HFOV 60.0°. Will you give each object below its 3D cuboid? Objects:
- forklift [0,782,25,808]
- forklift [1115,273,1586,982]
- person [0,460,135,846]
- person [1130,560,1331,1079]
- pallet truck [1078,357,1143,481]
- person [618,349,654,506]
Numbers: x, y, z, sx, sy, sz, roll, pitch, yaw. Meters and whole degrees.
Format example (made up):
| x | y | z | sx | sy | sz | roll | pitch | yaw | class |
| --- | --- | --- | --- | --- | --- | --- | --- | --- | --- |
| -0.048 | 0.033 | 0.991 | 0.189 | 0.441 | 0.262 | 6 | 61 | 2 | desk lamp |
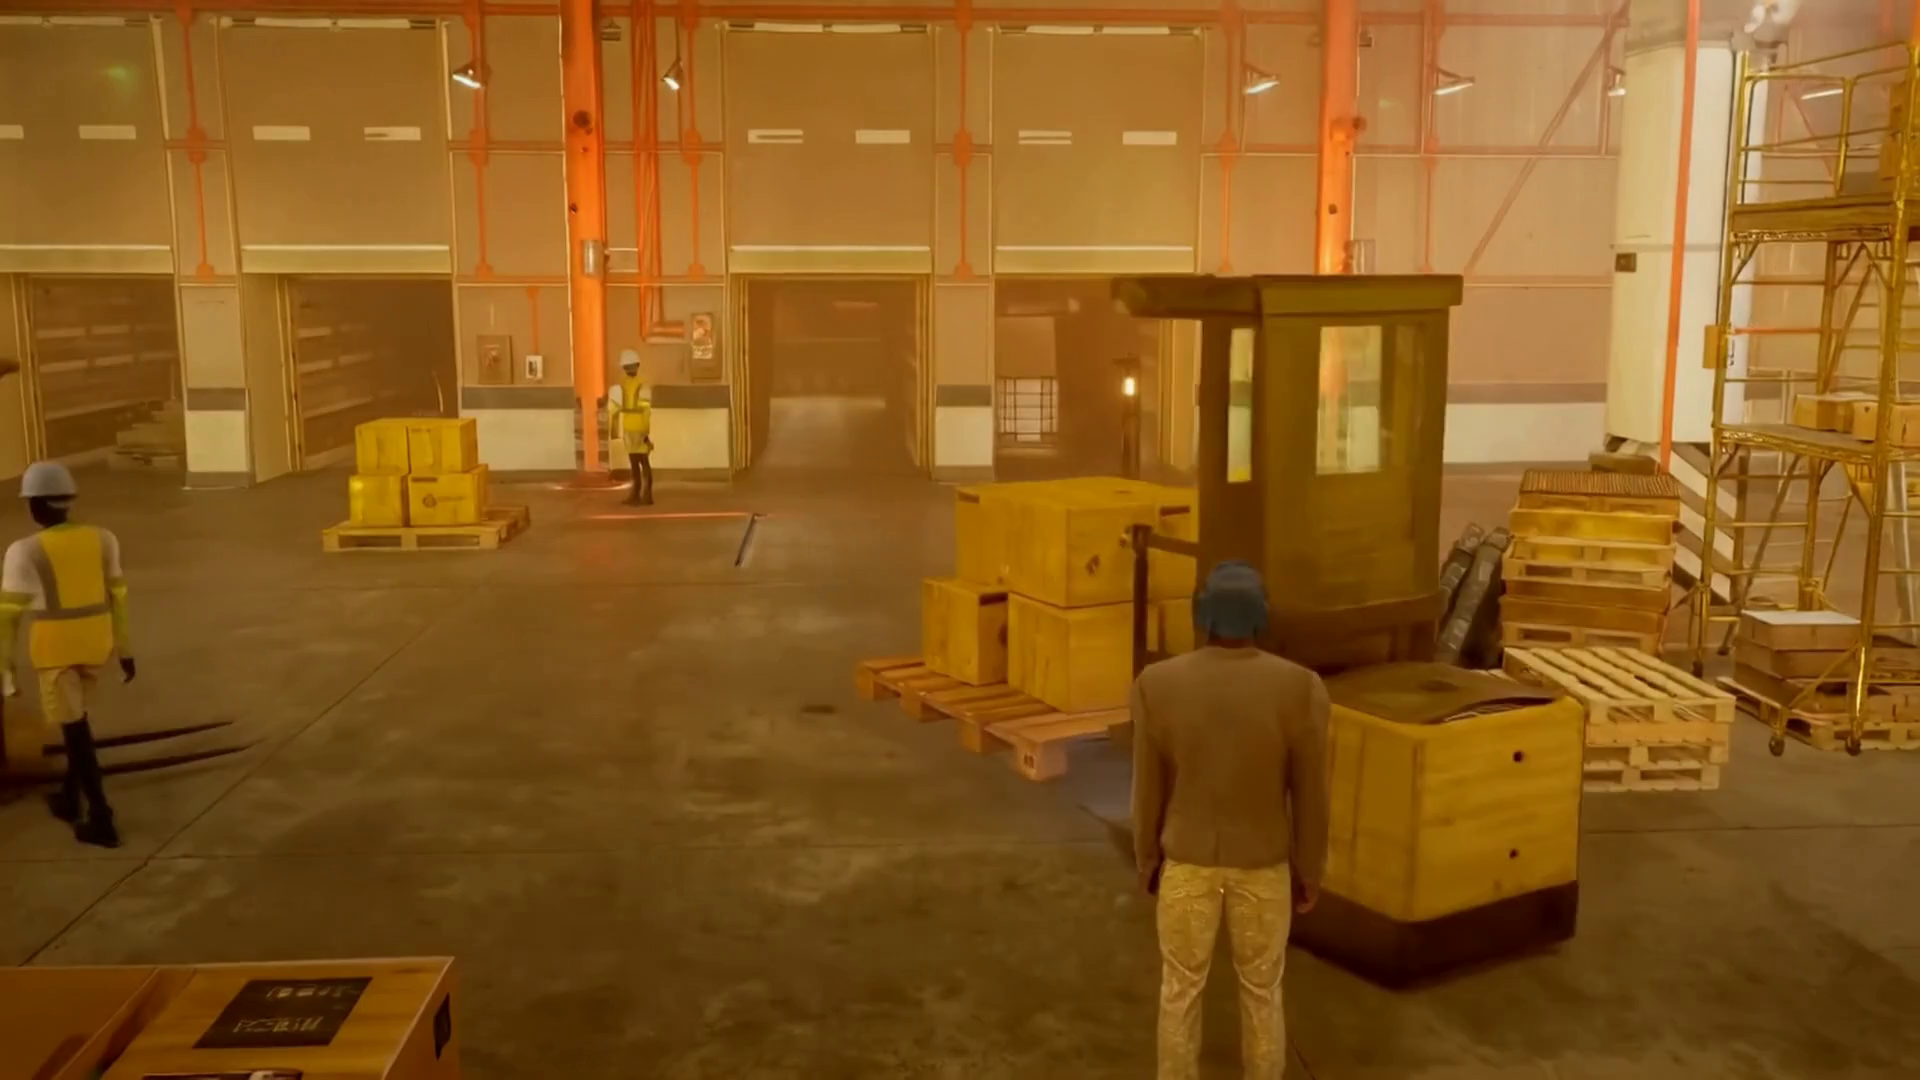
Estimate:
| x | y | z | sx | sy | sz | roll | pitch | yaw | class |
| --- | --- | --- | --- | --- | --- | --- | --- | --- | --- |
| -6.003 | 0.041 | 8.491 | 1.873 | 2.768 | 1.129 | -6 | 11 | -32 | forklift |
| 1.699 | 0.234 | 7.278 | 1.129 | 2.768 | 1.873 | -5 | 10 | -30 | forklift |
| -4.529 | 0.555 | 8.302 | 0.859 | 1.905 | 0.578 | 5 | 10 | 30 | person |
| 0.847 | 1.023 | 5.294 | 0.629 | 1.931 | 0.357 | 1 | 9 | 8 | person |
| 2.088 | -0.836 | 16.757 | 1.885 | 1.965 | 0.823 | 2 | 9 | 13 | pallet truck |
| -3.986 | -1.376 | 20.376 | 0.389 | 1.930 | 0.544 | -8 | 12 | -42 | person |
